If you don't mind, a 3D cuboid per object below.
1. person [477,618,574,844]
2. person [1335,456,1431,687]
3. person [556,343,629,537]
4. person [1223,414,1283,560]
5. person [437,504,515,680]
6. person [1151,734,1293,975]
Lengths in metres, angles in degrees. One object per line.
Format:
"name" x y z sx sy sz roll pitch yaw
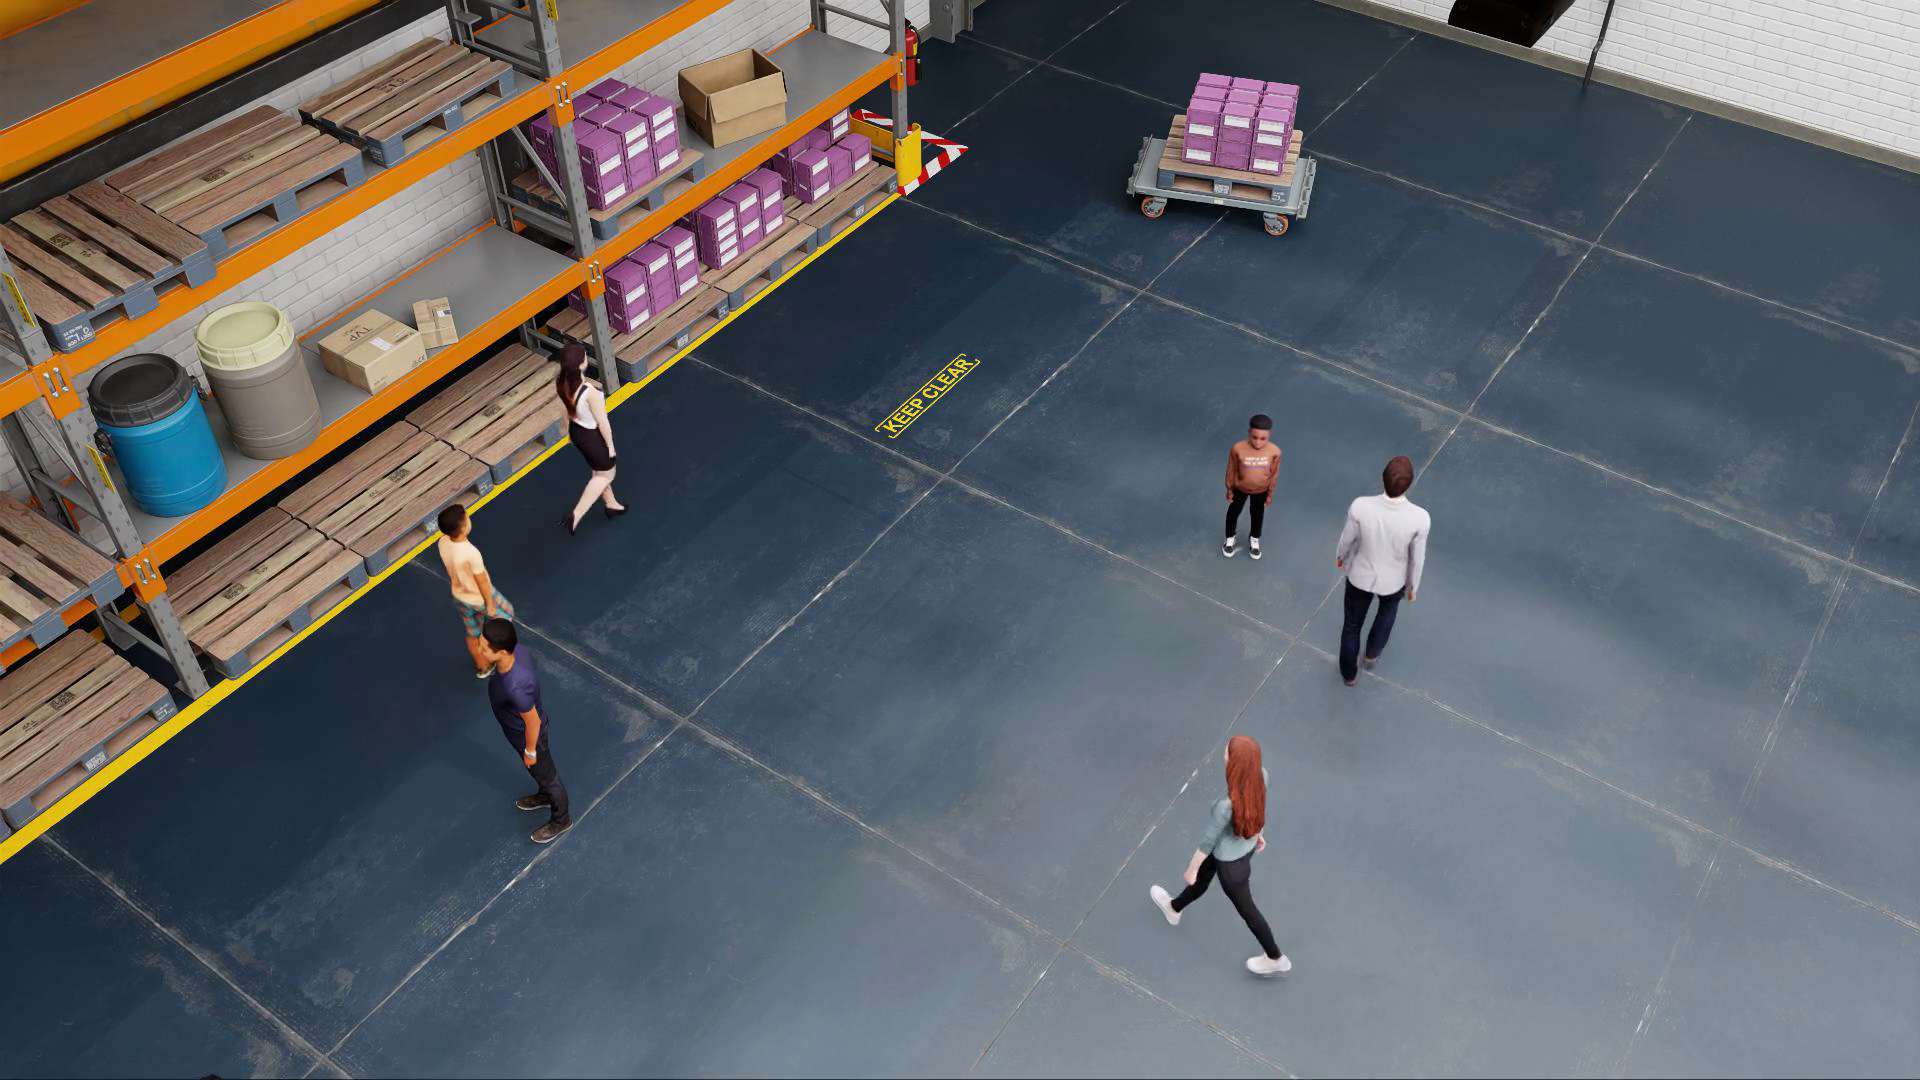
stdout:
"person" -2.571 1.103 9.871 0.699 1.793 0.717 -19 47 -19
"person" 2.670 0.278 10.706 0.823 1.836 0.859 12 45 13
"person" -2.684 -0.664 11.842 0.560 1.632 0.855 24 49 23
"person" 2.076 -0.397 11.838 0.580 1.252 0.592 5 44 6
"person" -3.219 0.393 10.864 0.578 1.452 0.602 20 47 20
"person" 1.577 1.794 9.217 0.833 1.695 1.140 30 51 27
